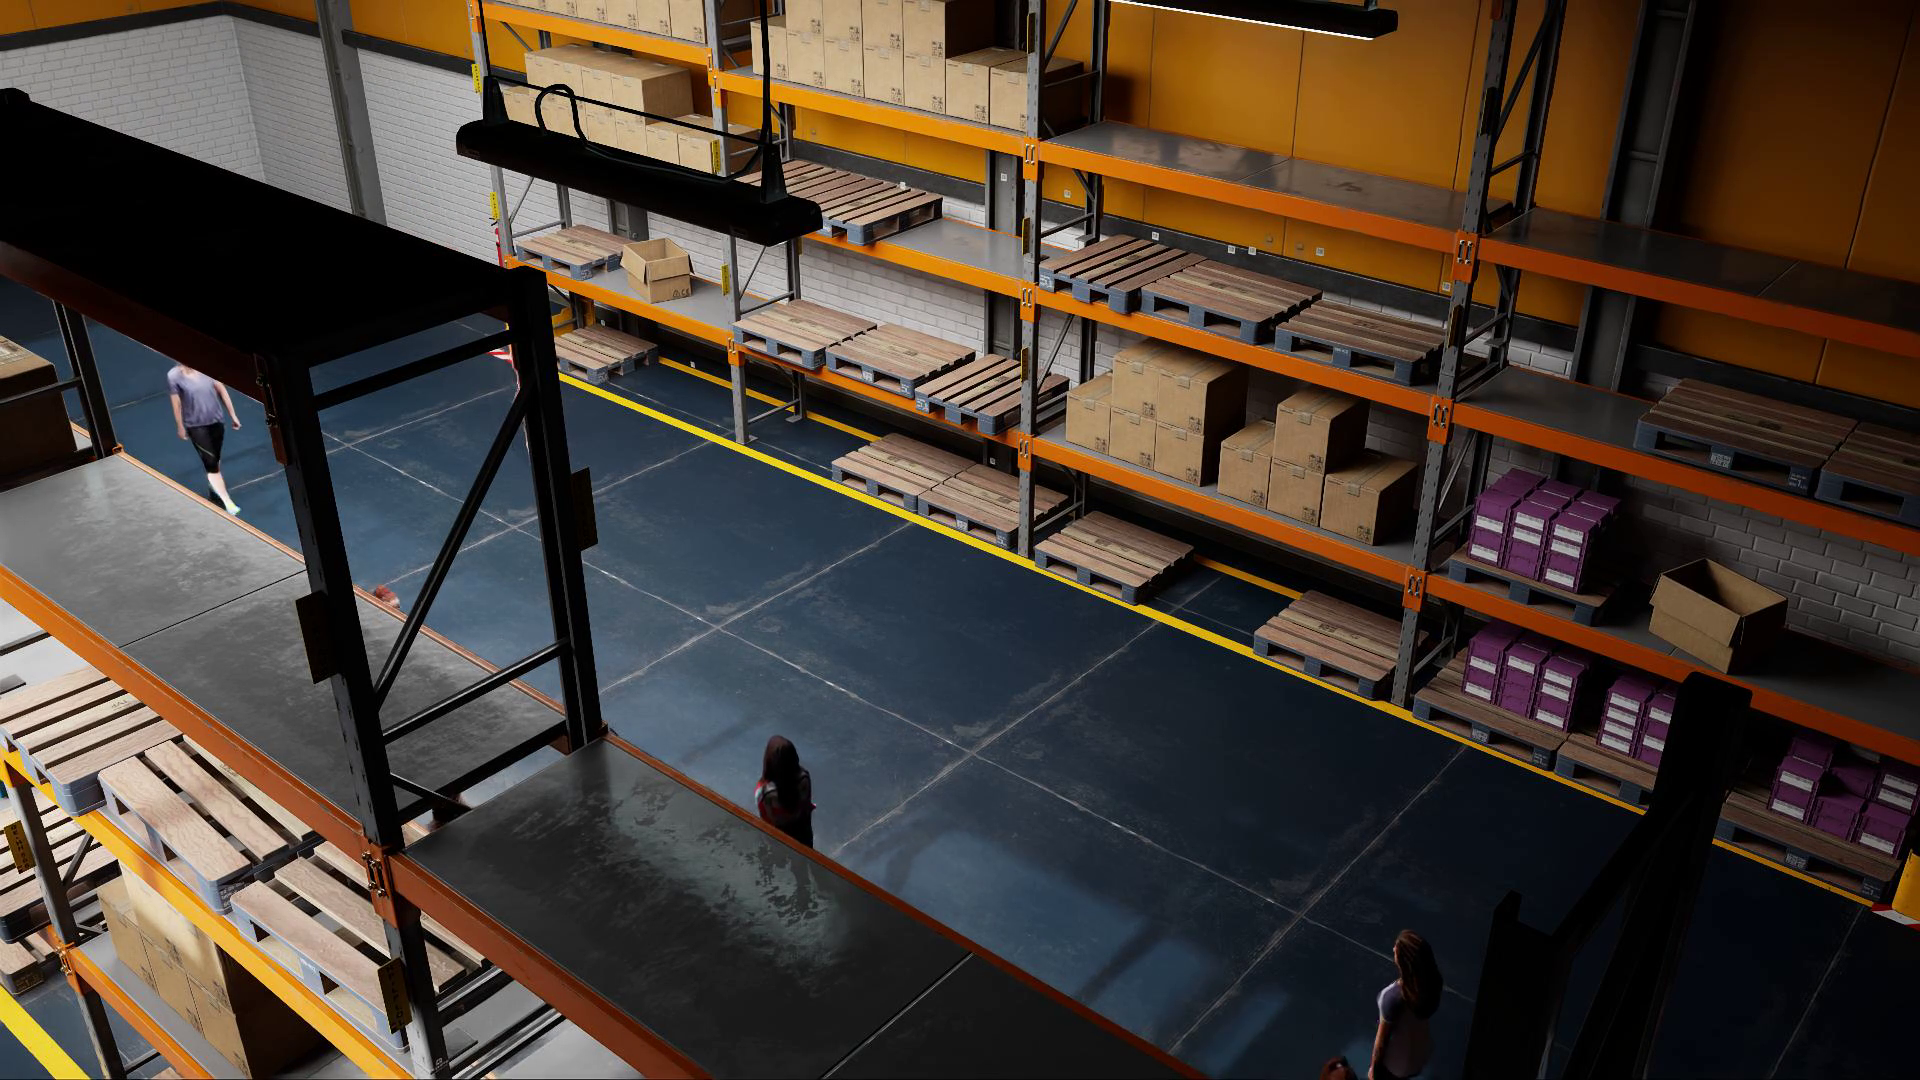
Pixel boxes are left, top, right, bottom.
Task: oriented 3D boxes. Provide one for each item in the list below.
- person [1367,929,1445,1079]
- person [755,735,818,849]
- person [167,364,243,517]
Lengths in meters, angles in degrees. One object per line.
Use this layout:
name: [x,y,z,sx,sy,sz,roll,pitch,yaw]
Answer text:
person: [2.551,2.941,9.353,0.726,1.717,0.849,-18,33,-29]
person: [-1.120,2.038,11.140,0.780,1.592,1.076,-18,33,-30]
person: [-7.645,-1.173,16.763,1.169,1.843,0.699,23,36,36]
